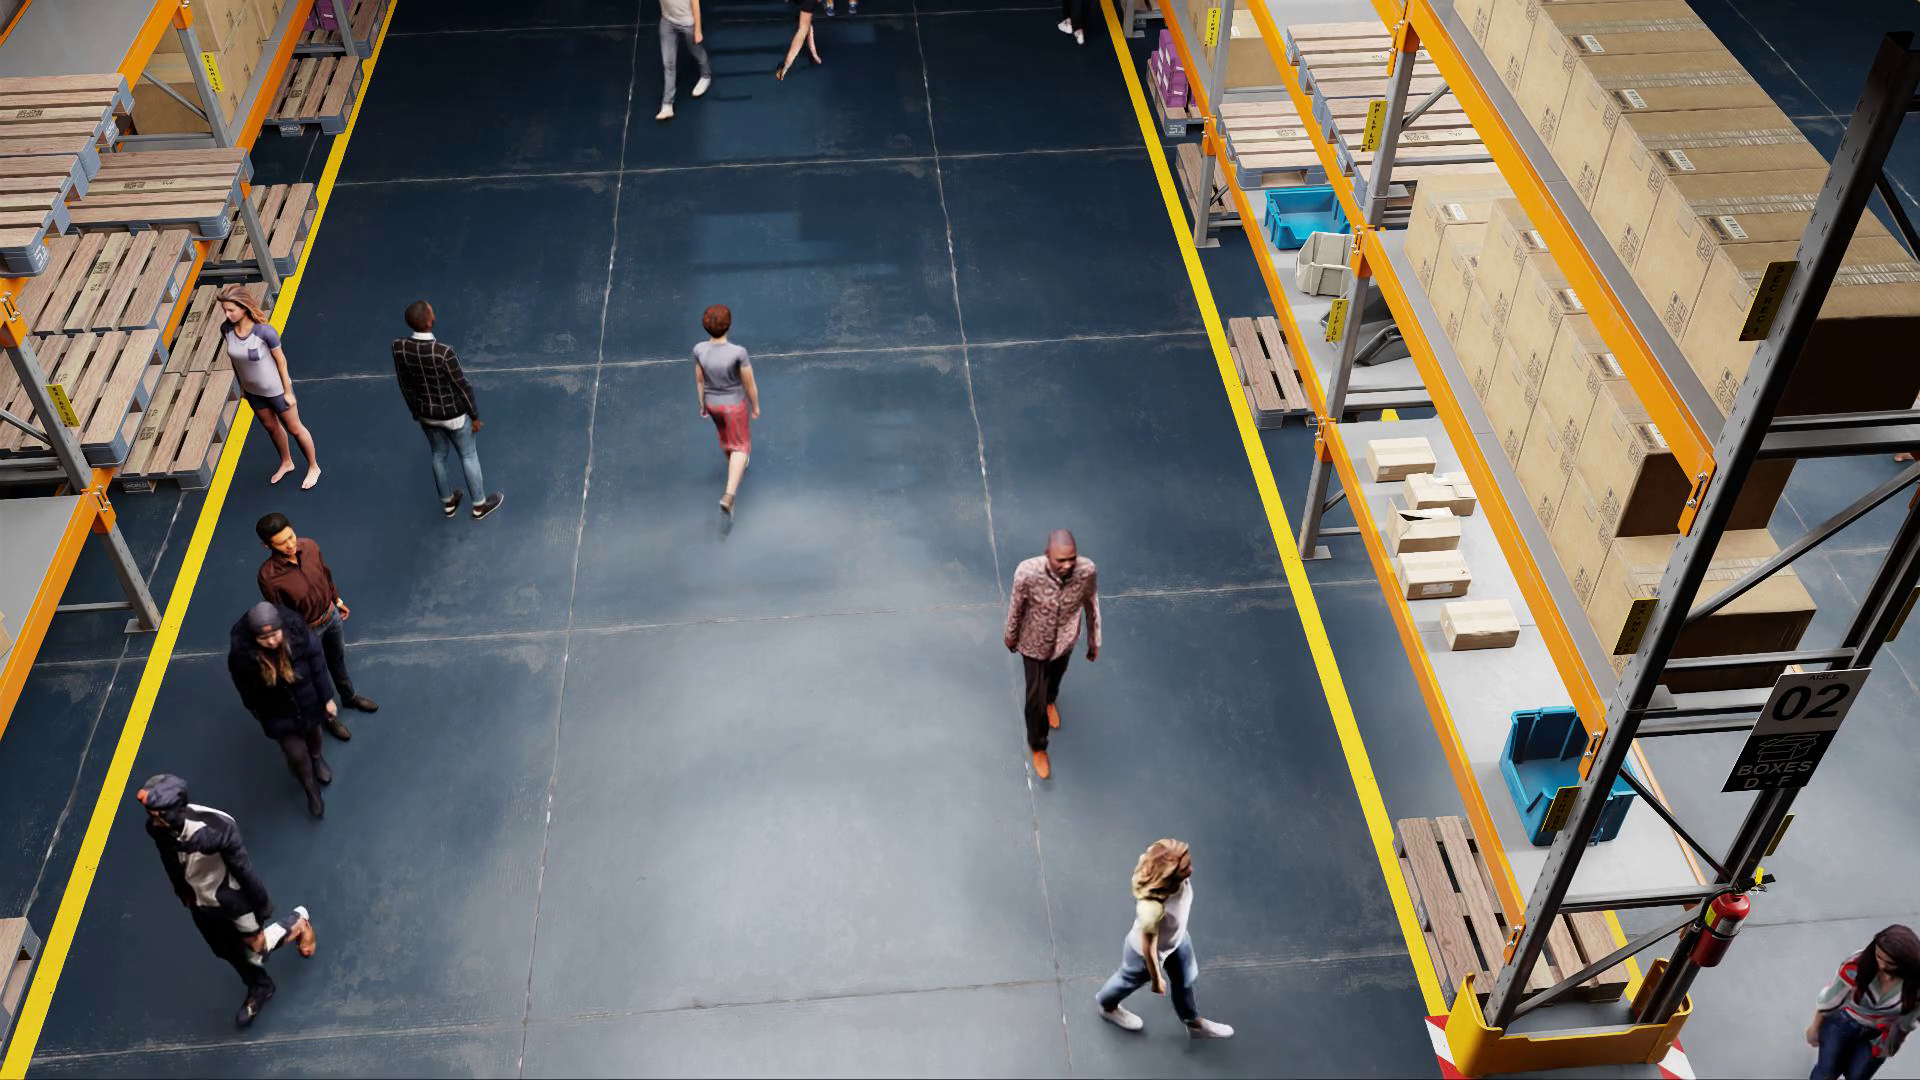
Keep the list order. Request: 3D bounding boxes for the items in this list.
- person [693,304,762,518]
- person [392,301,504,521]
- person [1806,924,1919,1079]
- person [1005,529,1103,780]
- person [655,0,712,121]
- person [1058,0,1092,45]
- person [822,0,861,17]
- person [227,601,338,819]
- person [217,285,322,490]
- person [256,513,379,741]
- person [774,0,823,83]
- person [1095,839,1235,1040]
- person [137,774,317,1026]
[{"bbox_3d":[-1.682,-0.901,11.860,0.772,1.627,1.102,7,44,7],"label":"person"},{"bbox_3d":[-3.656,-0.903,11.723,0.728,1.819,0.648,8,44,9],"label":"person"},{"bbox_3d":[4.555,2.399,8.422,0.836,1.591,0.935,17,46,17],"label":"person"},{"bbox_3d":[0.533,0.525,10.253,0.800,1.780,1.011,-9,44,-10],"label":"person"},{"bbox_3d":[-2.641,-5.044,16.057,1.052,1.837,1.328,16,46,16],"label":"person"},{"bbox_3d":[1.265,-5.902,17.066,0.640,1.687,0.647,-6,44,-6],"label":"person"},{"bbox_3d":[-1.313,-6.470,17.533,0.628,1.866,0.571,-7,44,-8],"label":"person"},{"bbox_3d":[-4.026,0.900,9.954,0.830,1.649,0.896,-22,48,-21],"label":"person"},{"bbox_3d":[-4.995,-1.112,12.006,0.665,1.732,0.653,10,45,11],"label":"person"},{"bbox_3d":[-4.009,0.508,10.270,0.785,1.781,0.649,18,47,18],"label":"person"},{"bbox_3d":[-1.617,-5.353,16.420,0.980,1.783,1.163,20,47,20],"label":"person"},{"bbox_3d":[0.926,2.075,8.686,0.987,1.697,1.041,16,46,16],"label":"person"},{"bbox_3d":[-3.858,1.824,8.819,0.858,1.877,0.983,10,44,10],"label":"person"}]
